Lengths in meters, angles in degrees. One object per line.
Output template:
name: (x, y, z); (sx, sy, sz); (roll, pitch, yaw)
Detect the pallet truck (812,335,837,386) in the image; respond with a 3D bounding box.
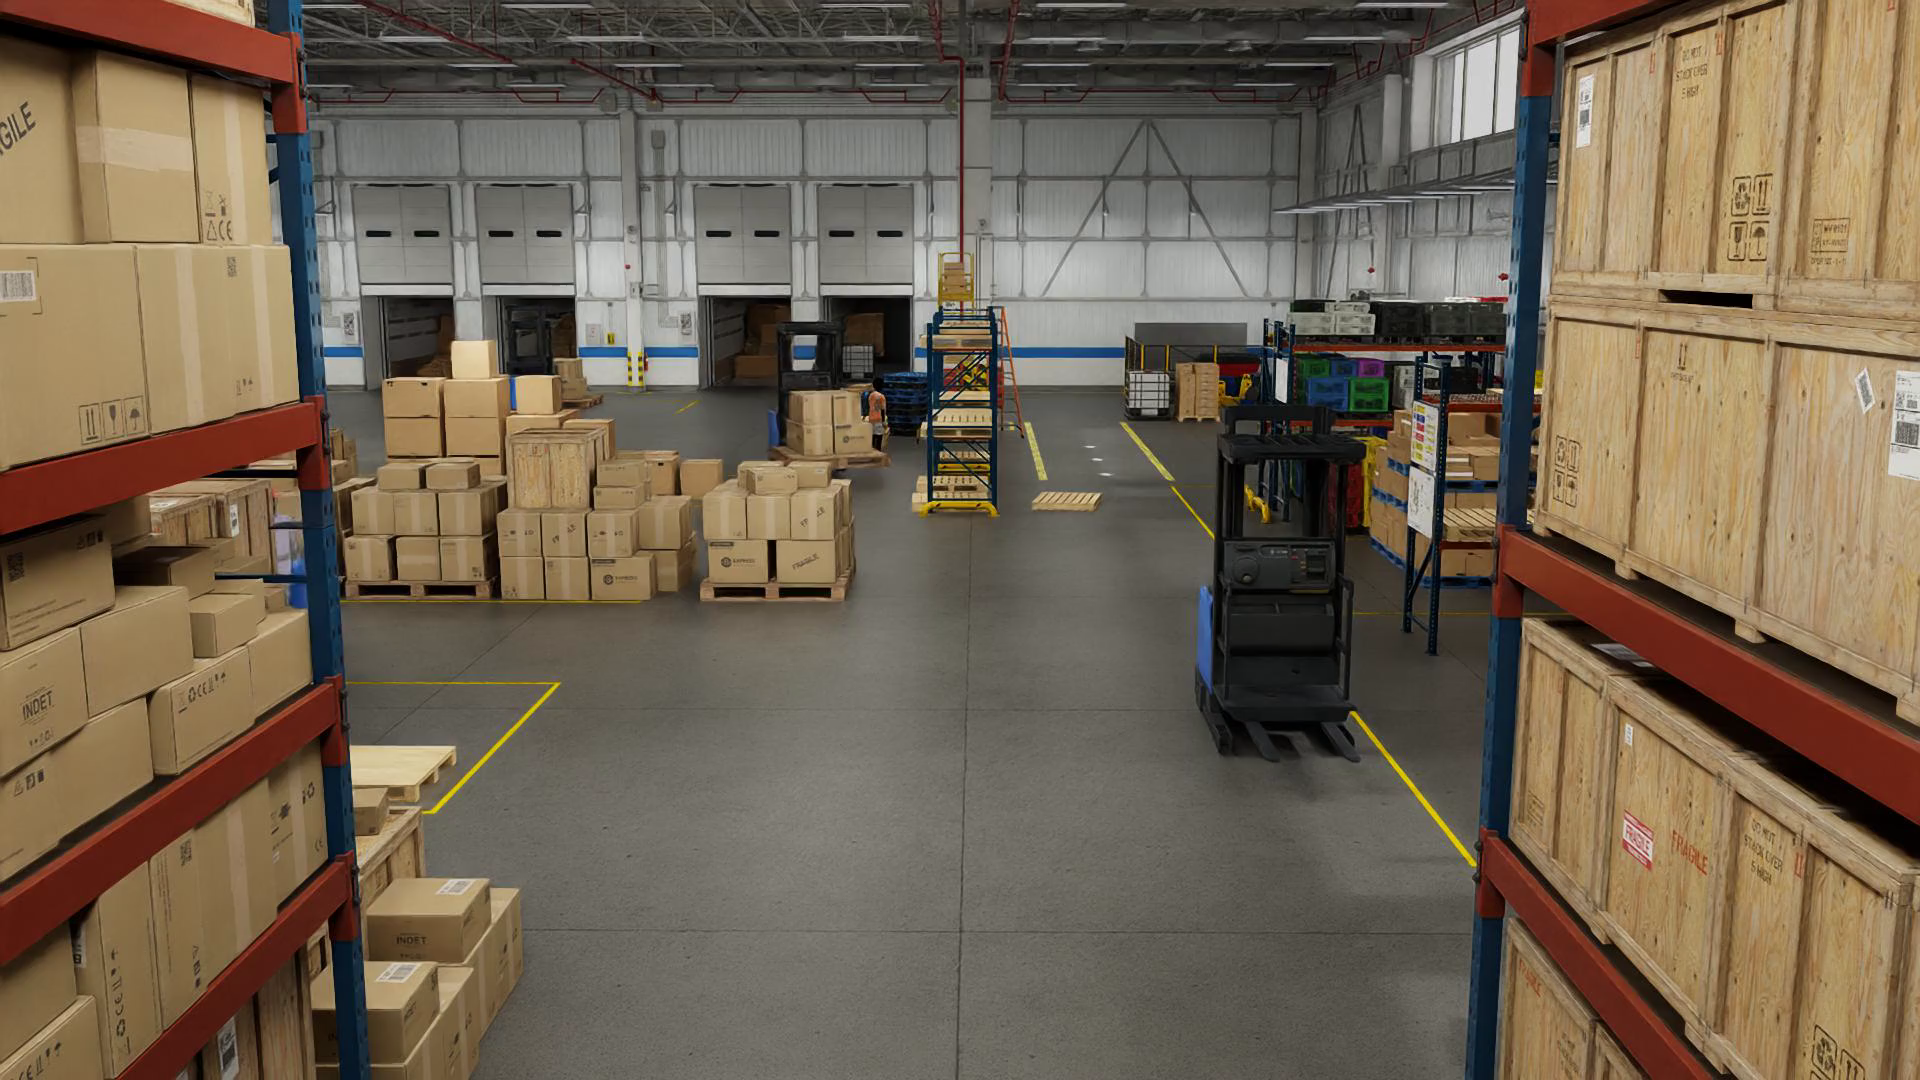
pallet truck: (-3.021, -4.312, 43.126); (1.885, 1.965, 0.823); (3, 10, 17)

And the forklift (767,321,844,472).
forklift: (-2.991, -2.754, 31.594); (1.129, 2.768, 1.873); (-3, 10, -18)

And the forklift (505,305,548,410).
forklift: (-10.736, -4.433, 41.277); (1.129, 2.768, 1.873); (0, 10, 1)

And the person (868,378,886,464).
person: (-1.620, -2.342, 32.656); (0.322, 1.689, 0.530); (-5, 11, -29)

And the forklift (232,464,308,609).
forklift: (-7.470, -0.202, 16.865); (1.873, 2.768, 1.129); (0, 10, 0)

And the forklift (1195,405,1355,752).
forklift: (2.695, 0.230, 14.375); (1.129, 2.768, 1.873); (0, 10, 1)

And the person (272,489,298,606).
person: (-6.683, 0.377, 16.361); (0.754, 1.910, 0.558); (5, 11, 25)
